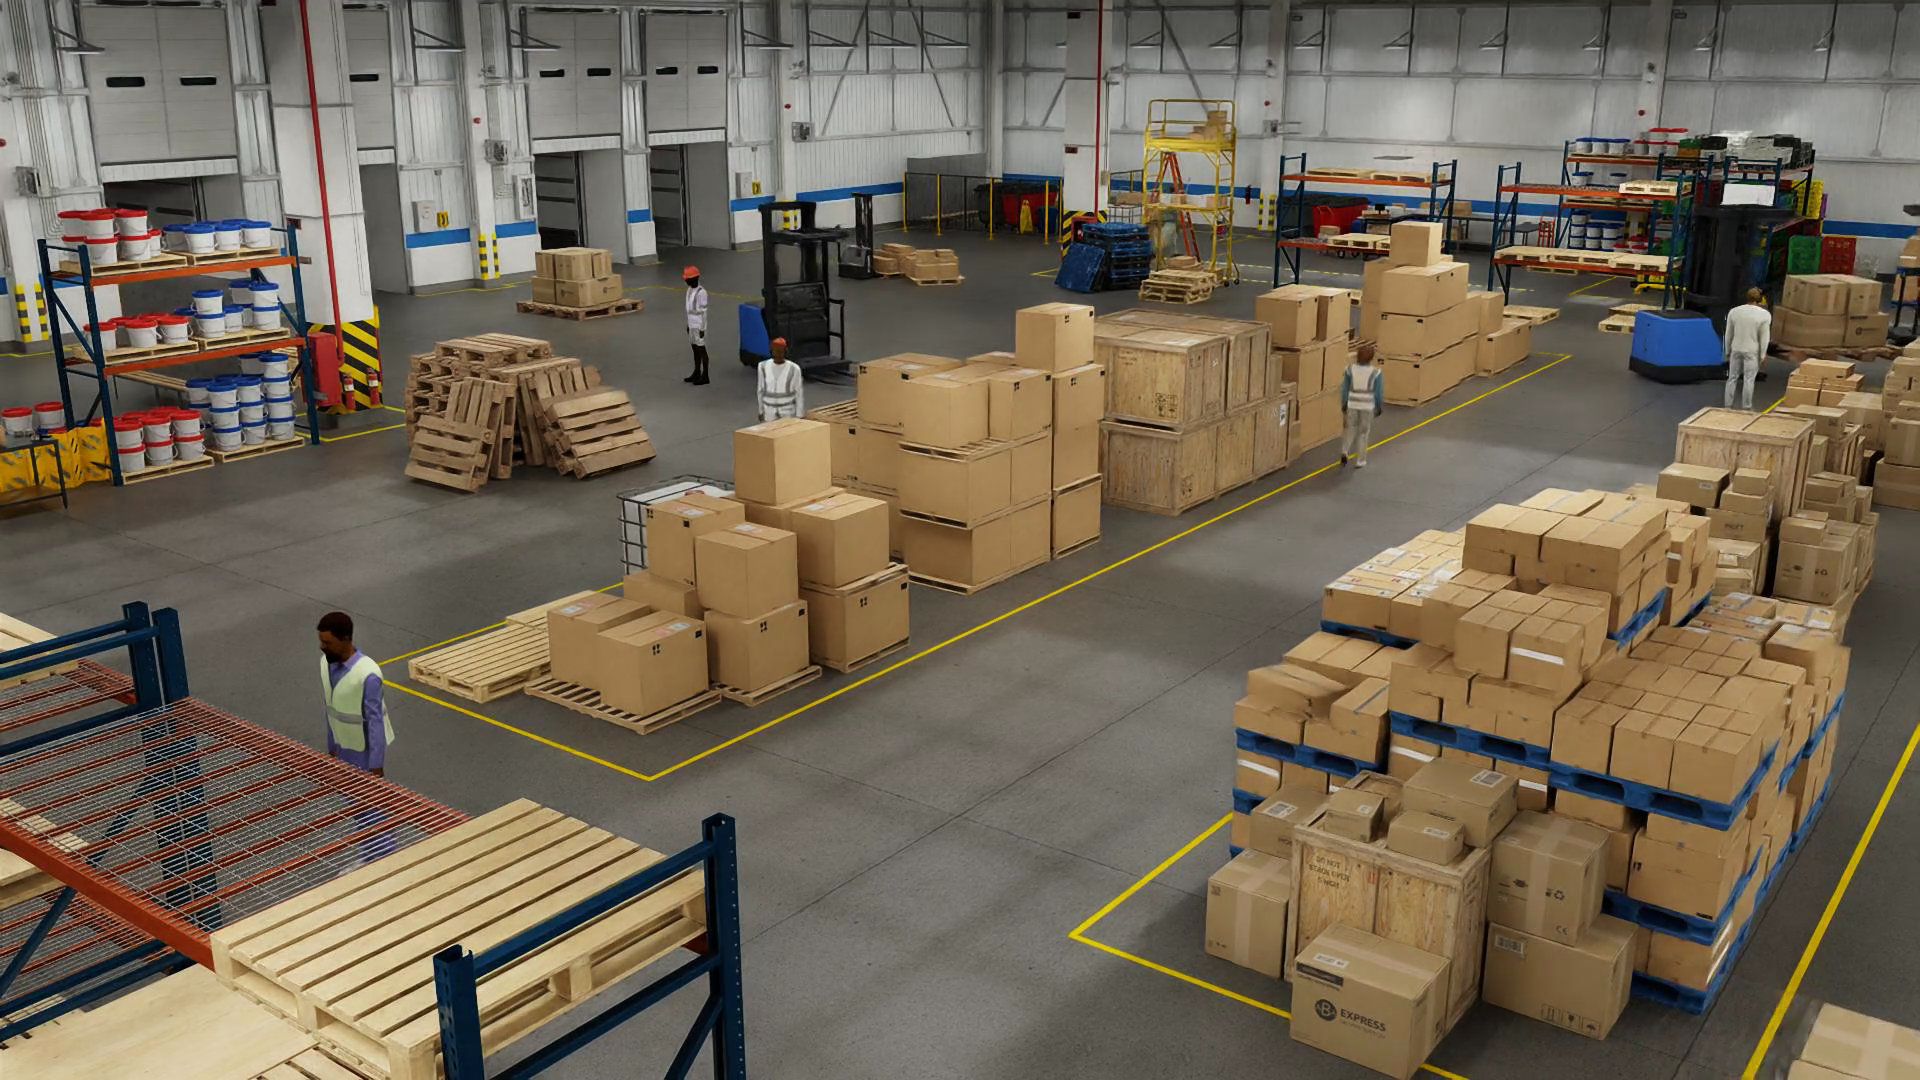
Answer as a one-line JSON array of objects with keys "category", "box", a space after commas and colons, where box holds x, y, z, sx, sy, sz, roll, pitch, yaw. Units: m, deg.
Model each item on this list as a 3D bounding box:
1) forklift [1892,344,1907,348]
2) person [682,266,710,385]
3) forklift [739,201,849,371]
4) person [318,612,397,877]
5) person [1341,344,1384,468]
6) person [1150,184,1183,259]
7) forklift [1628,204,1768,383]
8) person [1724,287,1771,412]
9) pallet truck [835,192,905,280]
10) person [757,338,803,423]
[{"category": "forklift", "box": [17.414, -4.524, 28.755, 1.873, 2.768, 1.129, 4, 17, 12]}, {"category": "person", "box": [-4.283, -3.473, 26.897, 0.375, 1.927, 0.543, -12, 20, -34]}, {"category": "forklift", "box": [-2.849, -4.232, 27.787, 1.129, 2.768, 1.873, -12, 21, -34]}, {"category": "person", "box": [-3.952, 1.363, 10.924, 0.593, 1.909, 0.409, 14, 21, 38]}, {"category": "person", "box": [5.236, -1.735, 21.662, 0.516, 1.626, 0.364, 11, 20, 32]}, {"category": "person", "box": [5.256, -8.085, 42.248, 0.976, 1.902, 0.632, -7, 18, -21]}, {"category": "forklift", "box": [12.170, -4.037, 27.142, 1.873, 2.768, 1.129, -1, 17, -5]}, {"category": "person", "box": [11.580, -2.763, 24.527, 0.375, 1.939, 0.628, -14, 22, -40]}, {"category": "pallet truck", "box": [-1.936, -7.159, 38.982, 1.885, 1.965, 0.823, -12, 21, -34]}, {"category": "person", "box": [-2.265, -1.562, 20.665, 0.610, 1.864, 0.759, 3, 17, 10]}]
